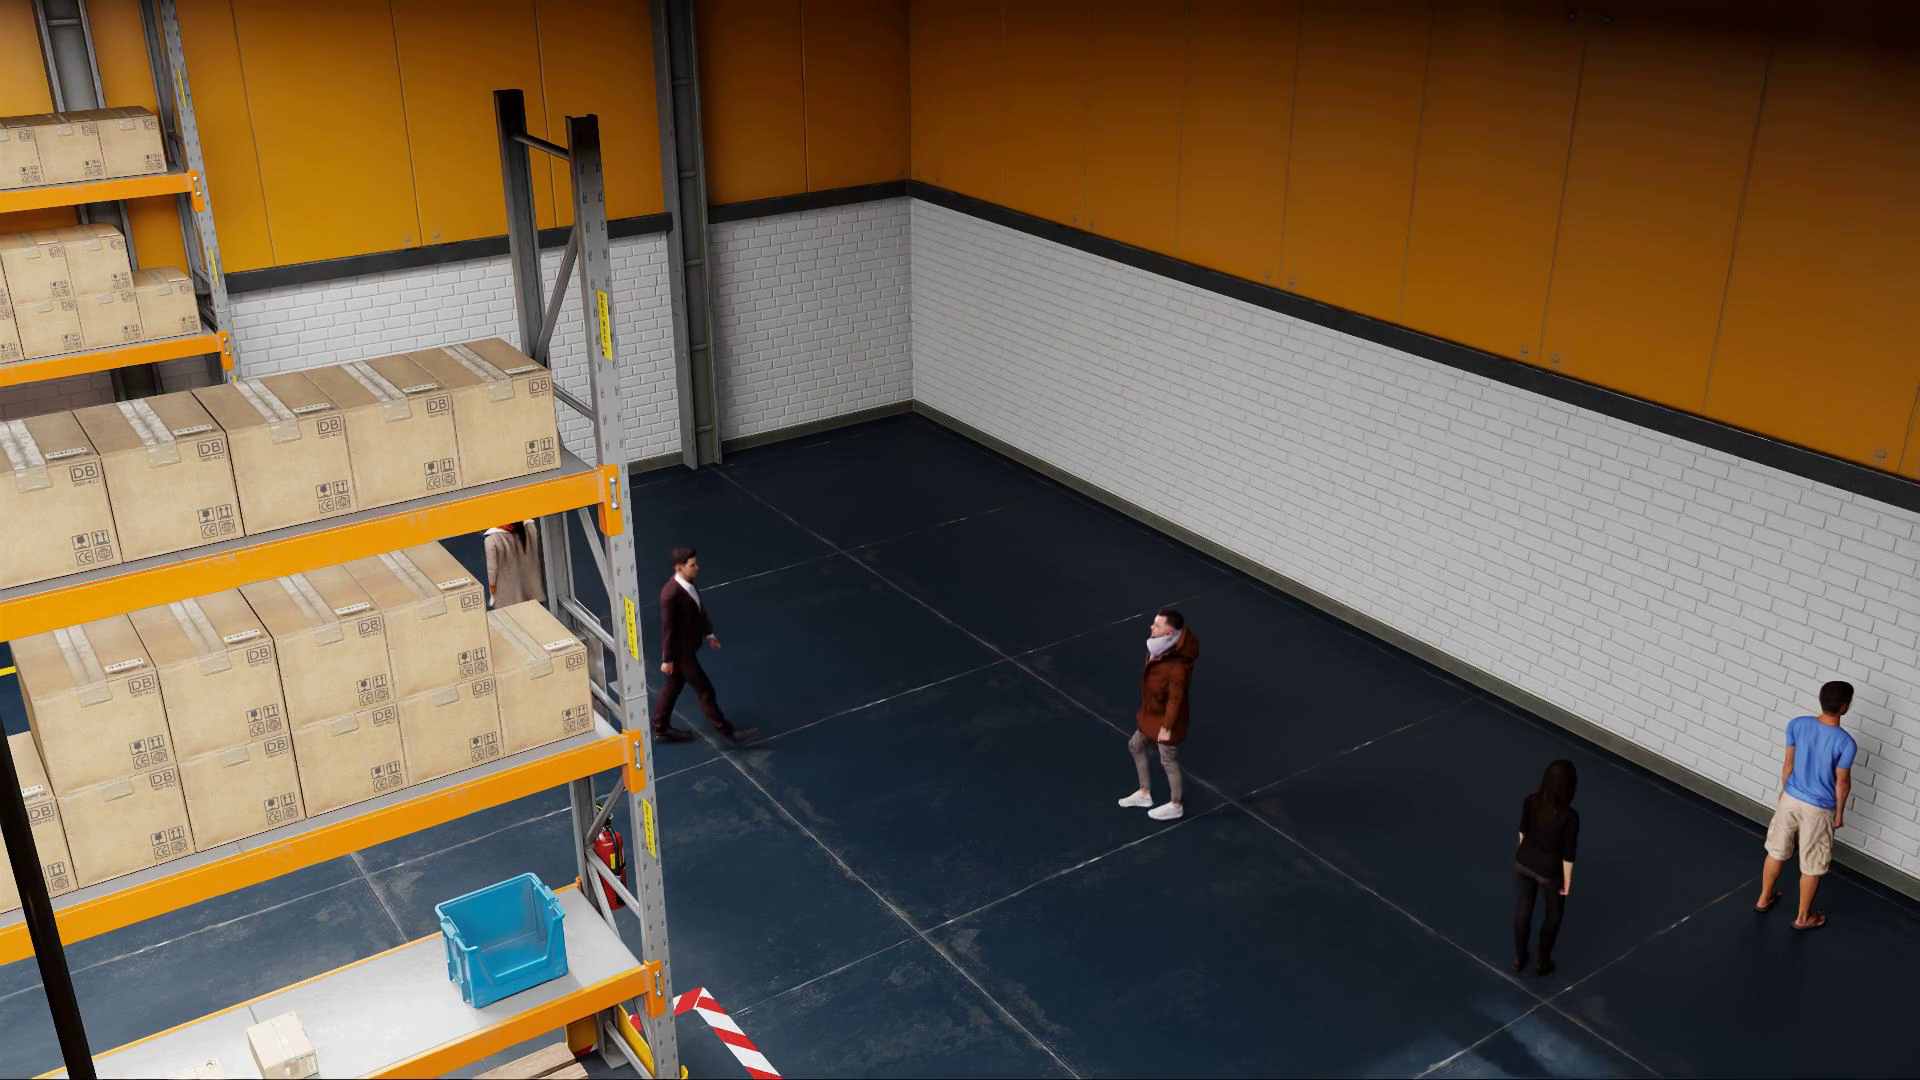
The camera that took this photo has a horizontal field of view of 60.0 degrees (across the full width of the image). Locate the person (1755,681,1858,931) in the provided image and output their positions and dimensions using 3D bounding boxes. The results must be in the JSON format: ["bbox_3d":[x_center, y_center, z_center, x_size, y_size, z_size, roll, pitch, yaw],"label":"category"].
[{"bbox_3d":[5.926,1.831,11.597,0.550,1.864,0.645,-16,28,-33],"label":"person"}]

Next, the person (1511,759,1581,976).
[{"bbox_3d":[3.824,2.202,11.035,0.655,1.636,0.653,19,30,37],"label":"person"}]

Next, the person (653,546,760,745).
[{"bbox_3d":[-2.377,0.903,13.785,1.257,1.813,1.127,1,24,3],"label":"person"}]

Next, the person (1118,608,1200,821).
[{"bbox_3d":[1.654,1.340,12.773,0.923,1.822,0.882,-3,24,-8],"label":"person"}]
